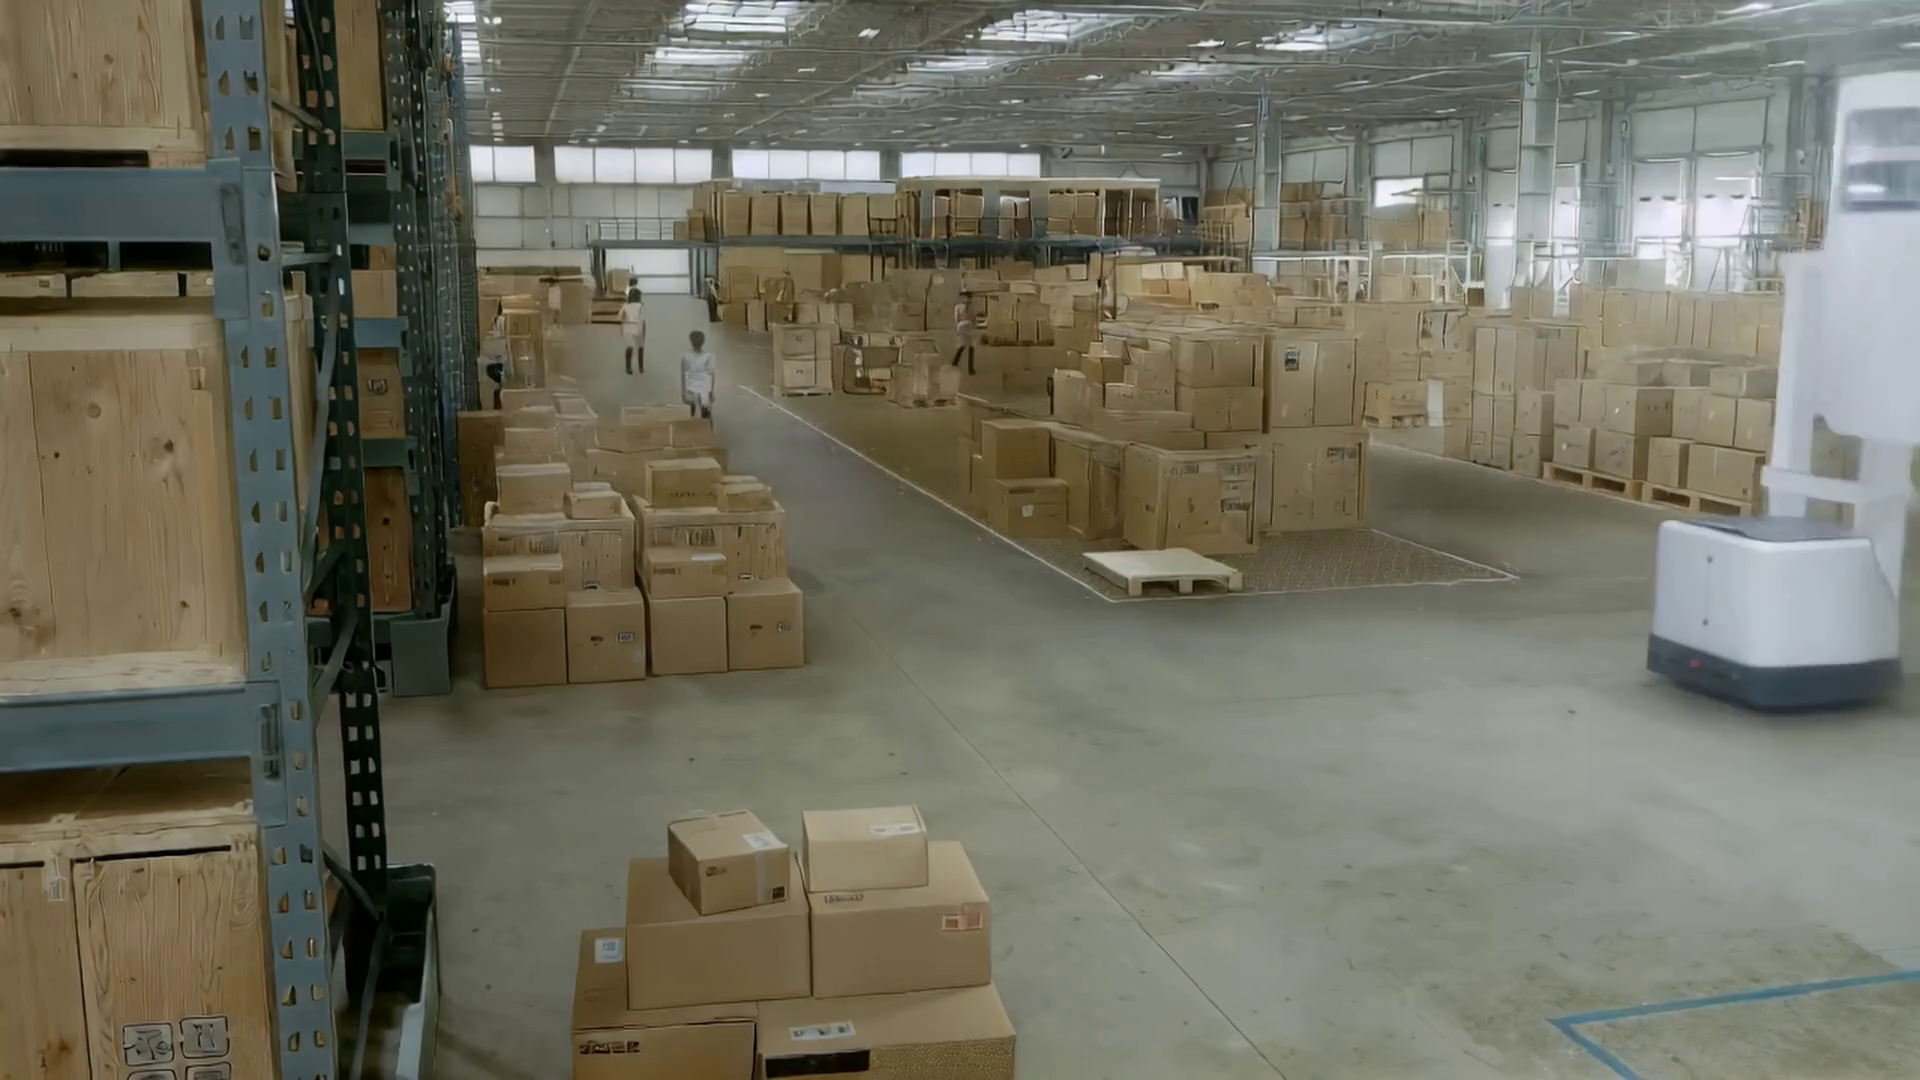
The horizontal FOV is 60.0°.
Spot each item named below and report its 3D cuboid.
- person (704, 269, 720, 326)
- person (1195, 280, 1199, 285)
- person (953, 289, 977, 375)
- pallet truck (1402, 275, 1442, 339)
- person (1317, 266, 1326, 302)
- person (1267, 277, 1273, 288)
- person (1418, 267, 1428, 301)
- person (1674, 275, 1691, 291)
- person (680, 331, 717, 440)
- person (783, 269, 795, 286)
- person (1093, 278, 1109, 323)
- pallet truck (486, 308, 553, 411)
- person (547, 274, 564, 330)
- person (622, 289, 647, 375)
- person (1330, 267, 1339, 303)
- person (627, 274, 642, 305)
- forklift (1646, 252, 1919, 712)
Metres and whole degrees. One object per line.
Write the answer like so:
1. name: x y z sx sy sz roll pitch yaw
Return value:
1. person: -8.996 -8.770 60.211 0.536 2.000 0.676 -7 12 -33
2. person: 9.252 -9.301 63.794 0.619 1.840 0.430 6 12 29
3. person: 0.092 -4.674 37.404 0.549 1.918 0.764 -4 11 -23
4. pallet truck: 14.620 -7.324 52.145 0.823 1.965 1.885 8 13 40
5. person: 17.102 -11.889 78.182 0.708 1.922 0.656 2 10 9
6. person: 12.206 -9.651 66.264 0.540 1.673 0.530 -9 13 -40
7. person: 21.267 -11.541 76.229 0.581 1.917 0.586 0 10 2
8. person: 23.606 -7.704 54.442 0.688 1.945 0.511 3 10 16
9. person: -3.689 -2.106 23.463 0.533 1.692 0.322 2 10 10
10. person: -6.630 -9.416 63.959 0.645 2.002 0.996 -3 11 -17
11. person: 4.757 -7.943 56.188 0.530 1.834 0.917 -1 10 -5
12. pallet truck: -6.242 -2.418 24.362 0.823 1.965 1.885 1 10 3
13. person: -13.940 -8.191 57.281 0.563 1.910 0.409 -10 14 -43
14. person: -7.268 -4.619 37.065 0.582 1.922 0.910 1 10 3
15. person: 16.405 -10.932 72.683 0.603 1.961 0.665 3 11 19
16. person: -12.059 -8.879 61.380 0.603 1.855 0.778 3 10 14
17. forklift: 5.577 -0.432 10.617 1.873 2.768 1.129 -3 10 -15
